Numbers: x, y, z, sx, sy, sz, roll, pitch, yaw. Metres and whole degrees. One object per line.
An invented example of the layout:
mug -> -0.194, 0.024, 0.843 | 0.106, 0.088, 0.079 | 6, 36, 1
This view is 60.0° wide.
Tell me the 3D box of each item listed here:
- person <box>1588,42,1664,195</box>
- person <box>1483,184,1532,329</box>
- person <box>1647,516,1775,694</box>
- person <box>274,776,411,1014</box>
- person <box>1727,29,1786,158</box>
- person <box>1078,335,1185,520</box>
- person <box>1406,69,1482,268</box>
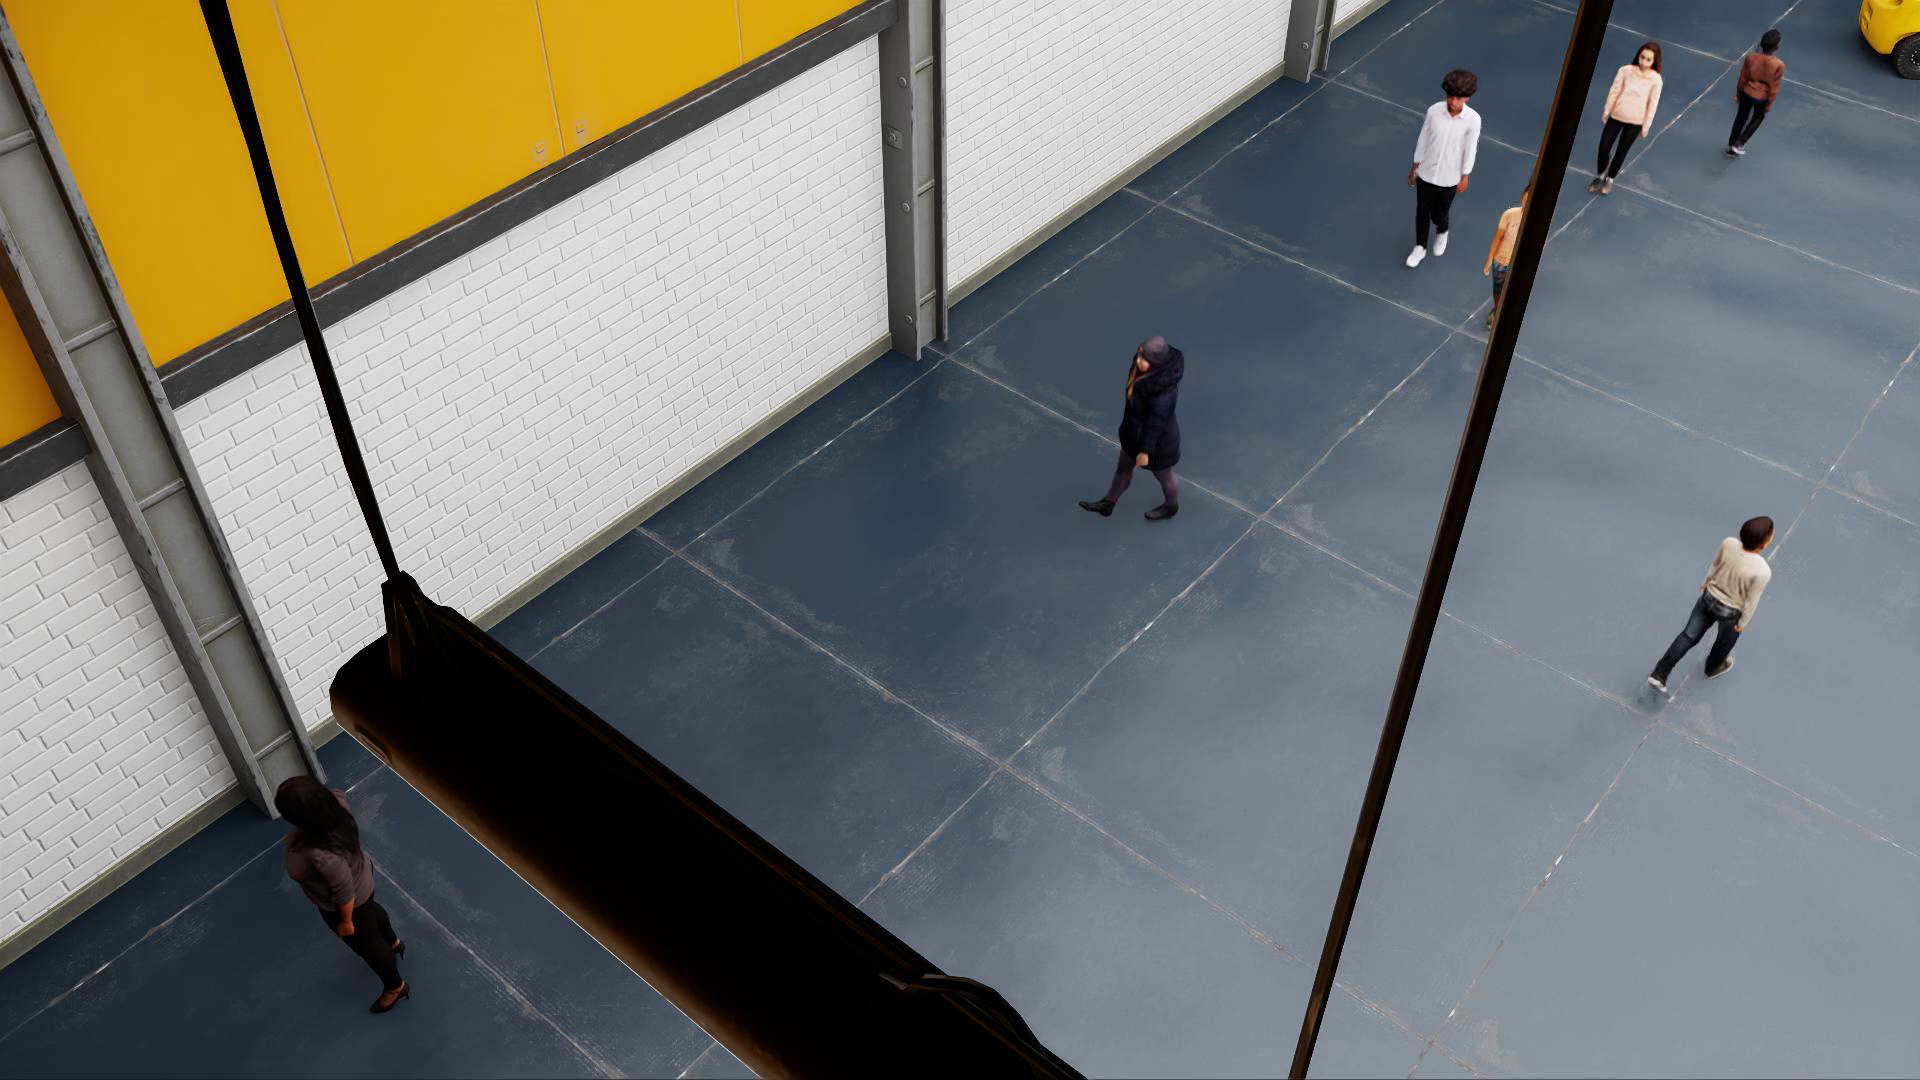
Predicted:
person -> 5.981, -3.793, 14.890 | 0.626, 1.472, 0.593 | 22, 48, 21
person -> 4.417, -2.233, 13.287 | 0.632, 1.424, 1.013 | 22, 48, 22
person -> 4.748, 0.433, 10.477 | 1.035, 1.440, 0.748 | -24, 48, -23
person -> -3.202, 1.830, 8.722 | 0.778, 1.837, 0.751 | -11, 45, -12
person -> 7.319, -4.094, 15.367 | 0.524, 1.250, 0.489 | 31, 52, 28
person -> 1.413, -0.750, 11.574 | 1.089, 1.640, 1.004 | -6, 44, -7
person -> 4.066, -3.149, 13.978 | 0.669, 1.797, 0.726 | 24, 49, 23
